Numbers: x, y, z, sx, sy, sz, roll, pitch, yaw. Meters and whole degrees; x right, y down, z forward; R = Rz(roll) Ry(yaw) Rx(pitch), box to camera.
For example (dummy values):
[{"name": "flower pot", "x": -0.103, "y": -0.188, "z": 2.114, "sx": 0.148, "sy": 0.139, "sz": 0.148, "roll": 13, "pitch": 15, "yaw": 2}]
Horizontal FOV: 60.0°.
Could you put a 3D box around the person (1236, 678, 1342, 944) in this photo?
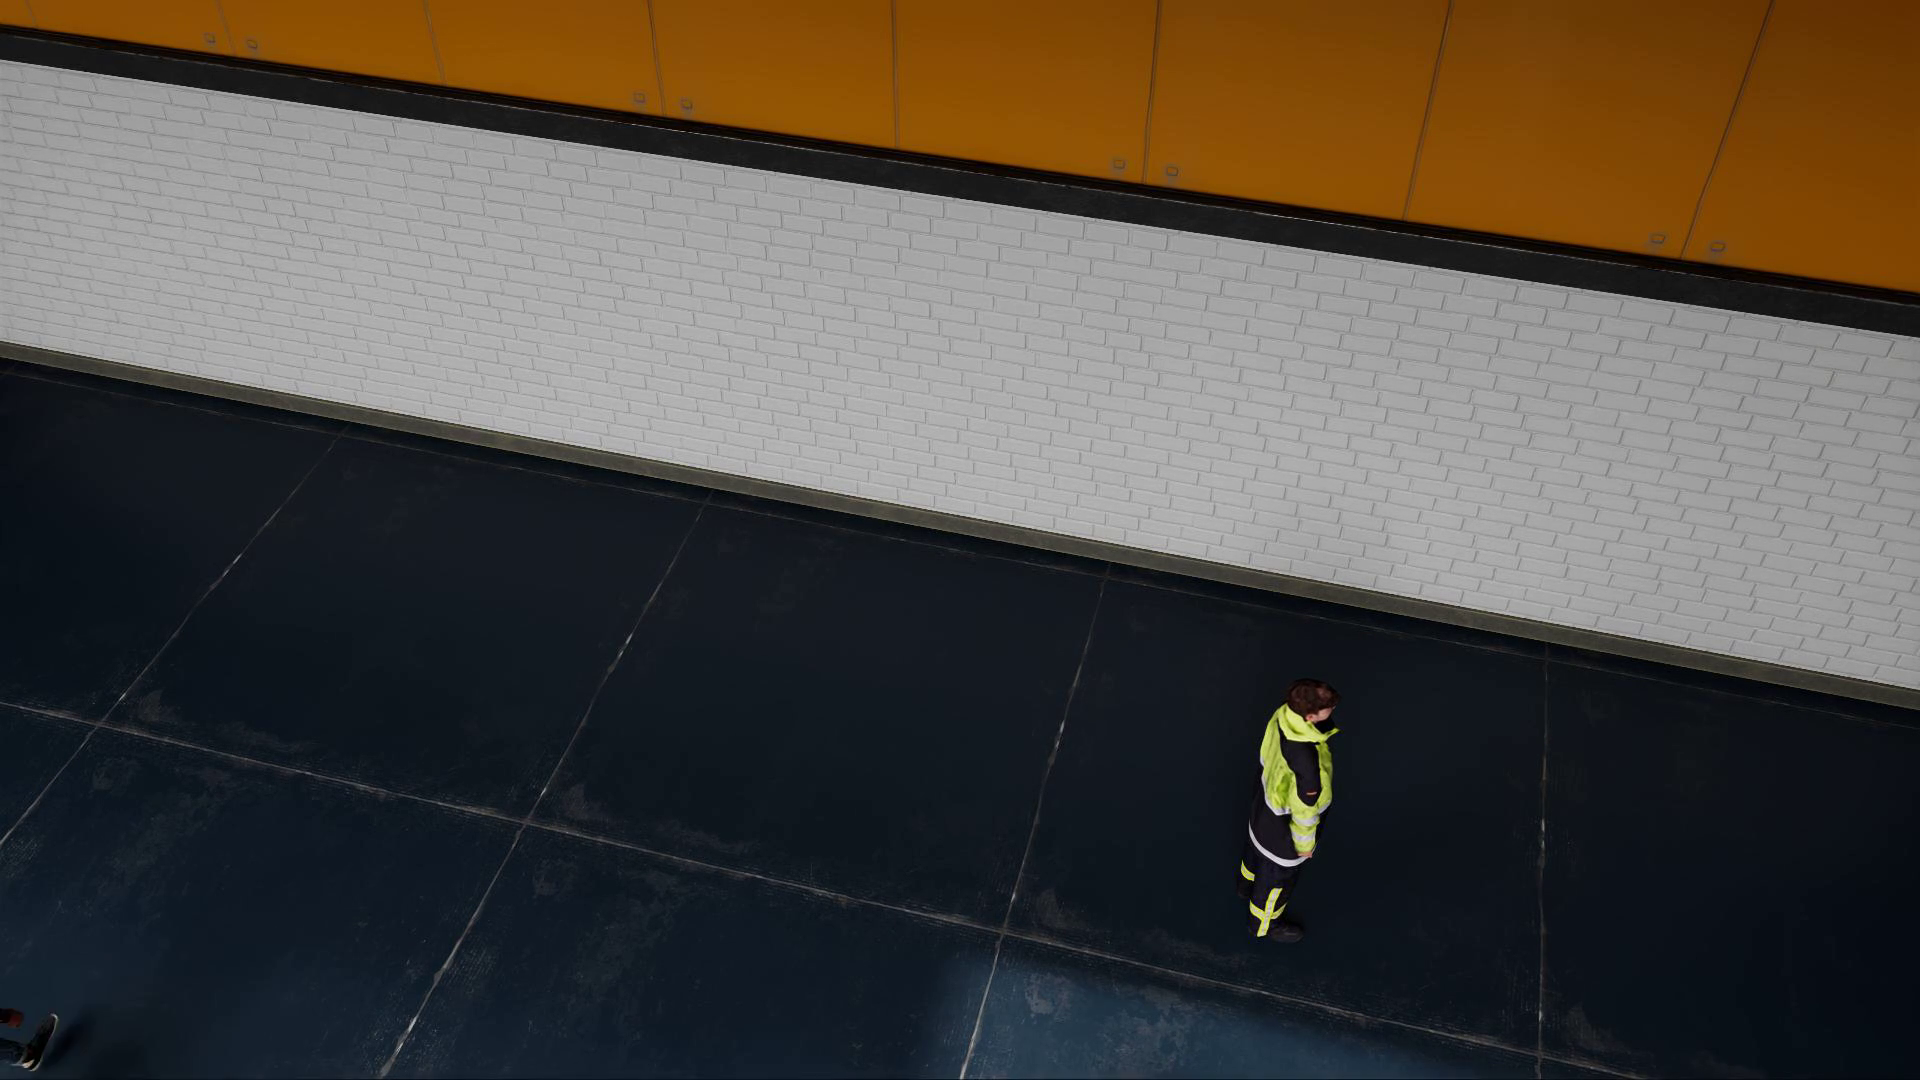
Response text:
[{"name": "person", "x": 1.773, "y": 1.434, "z": 9.011, "sx": 0.905, "sy": 1.983, "sz": 0.714, "roll": -2, "pitch": 44, "yaw": -2}]
